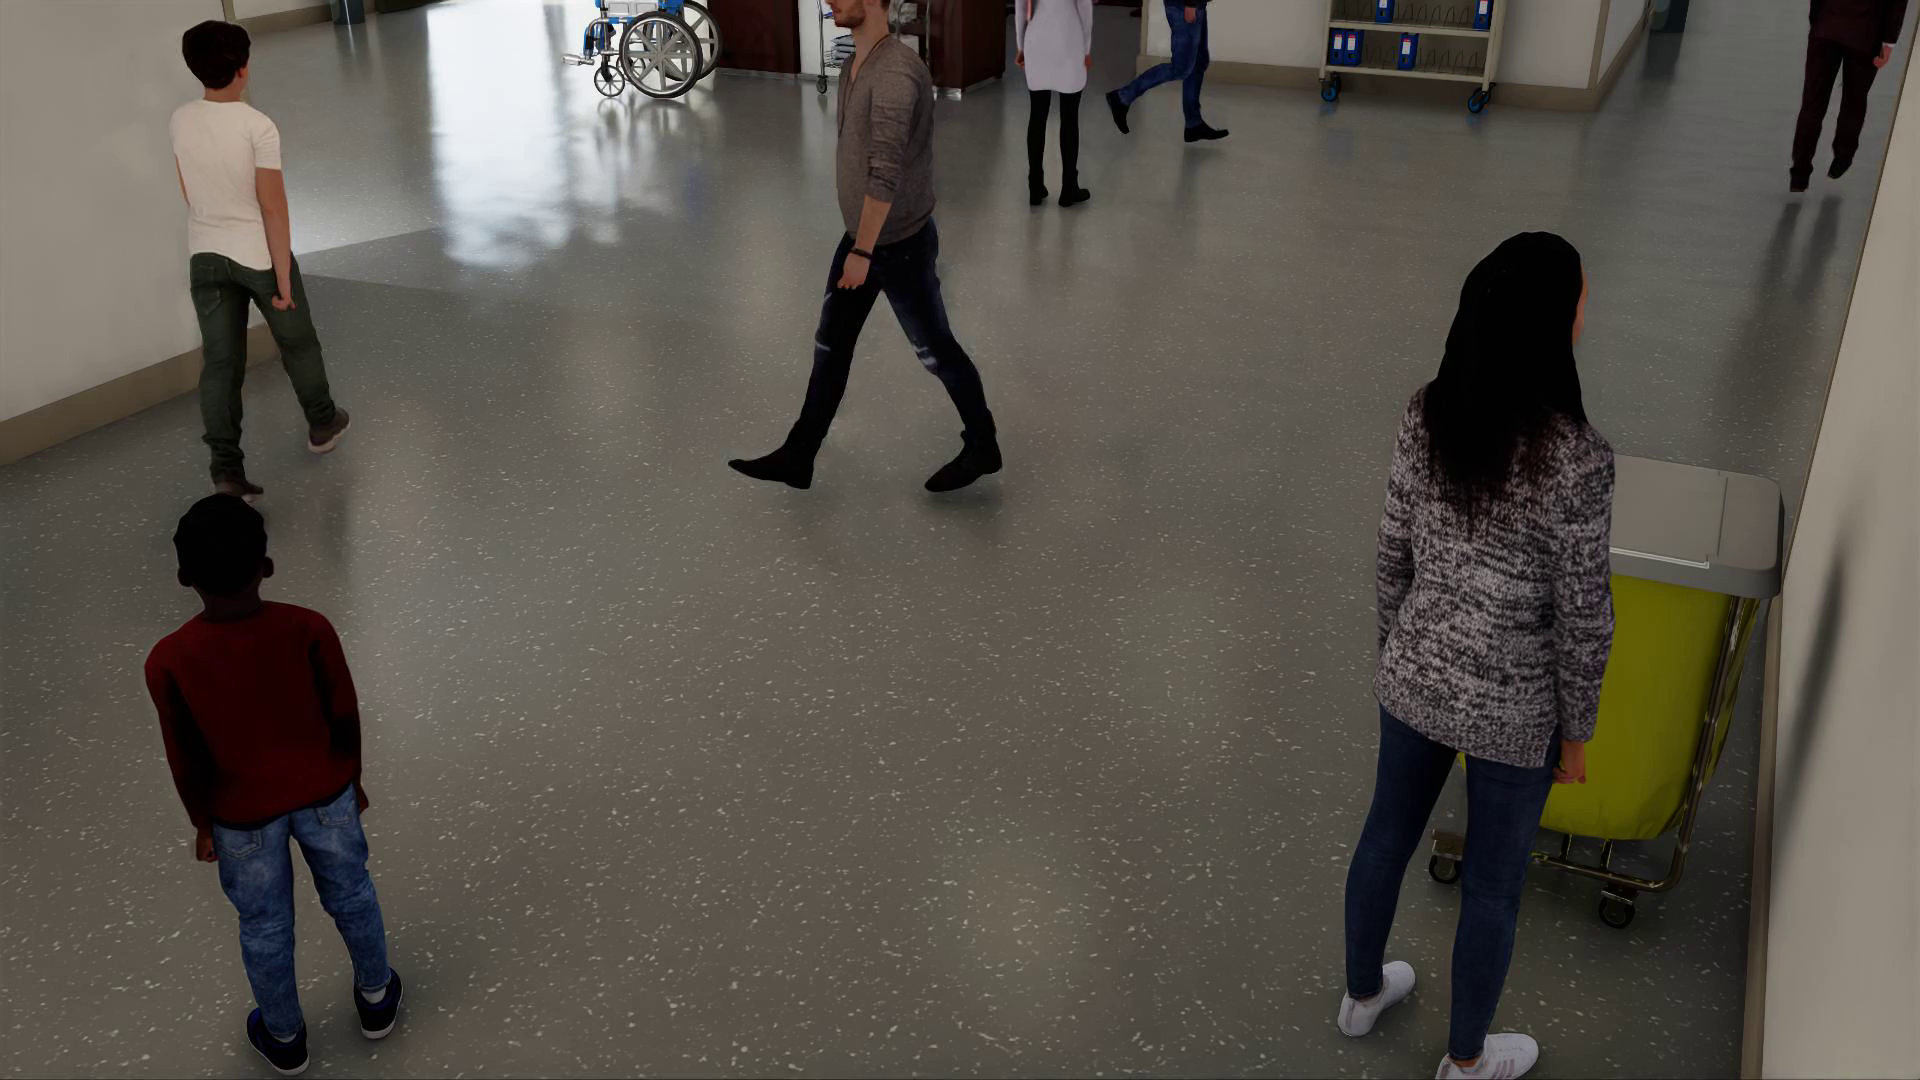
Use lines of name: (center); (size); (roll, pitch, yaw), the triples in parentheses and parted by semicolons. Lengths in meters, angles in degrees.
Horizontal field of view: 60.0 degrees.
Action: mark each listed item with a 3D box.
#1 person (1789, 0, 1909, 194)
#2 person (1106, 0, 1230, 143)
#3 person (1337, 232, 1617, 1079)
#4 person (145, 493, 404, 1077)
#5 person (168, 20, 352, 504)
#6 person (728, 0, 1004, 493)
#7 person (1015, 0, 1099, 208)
person: (5.089, -2.883, 9.583); (1.148, 1.812, 0.849); (16, 30, 29)
person: (1.380, -3.507, 10.810); (1.190, 1.871, 0.969); (0, 26, 0)
person: (0.961, 0.272, 3.133); (0.741, 1.733, 0.603); (-20, 32, -36)
person: (-1.327, 0.485, 3.238); (0.587, 1.256, 0.626); (-15, 30, -28)
person: (-2.486, -0.879, 5.664); (1.171, 1.606, 0.960); (1, 26, 1)
person: (-0.152, -1.001, 5.629); (1.257, 1.857, 1.239); (-11, 28, -22)
person: (0.536, -2.812, 9.445); (0.504, 1.803, 0.673); (11, 28, 21)
